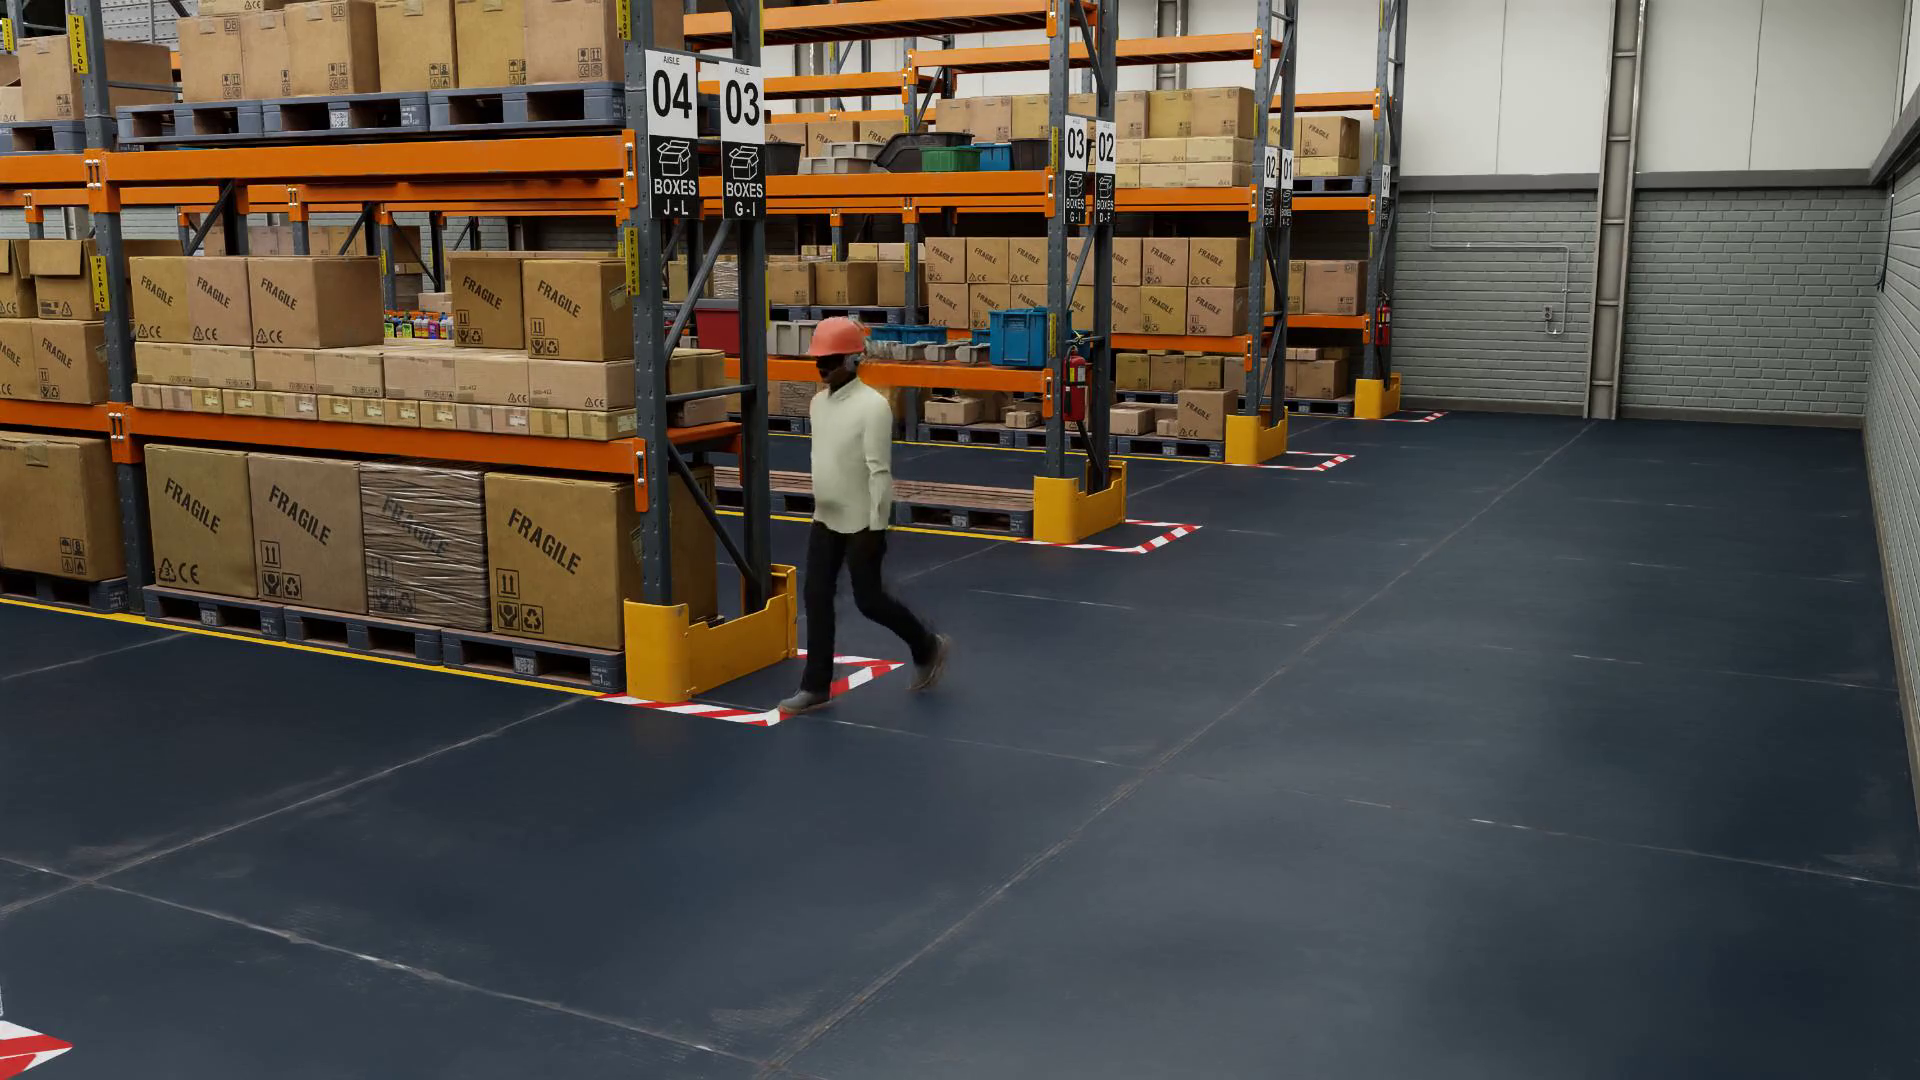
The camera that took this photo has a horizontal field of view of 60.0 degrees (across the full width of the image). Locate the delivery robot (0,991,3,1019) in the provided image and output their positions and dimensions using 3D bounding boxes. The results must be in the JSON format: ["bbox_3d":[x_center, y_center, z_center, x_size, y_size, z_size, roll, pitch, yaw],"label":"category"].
[{"bbox_3d":[-2.815,1.280,4.164,0.707,0.478,0.477,-3,11,-16],"label":"delivery robot"}]

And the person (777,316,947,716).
[{"bbox_3d":[-0.492,-0.129,8.255,0.860,1.968,0.628,-9,14,-40],"label":"person"}]
